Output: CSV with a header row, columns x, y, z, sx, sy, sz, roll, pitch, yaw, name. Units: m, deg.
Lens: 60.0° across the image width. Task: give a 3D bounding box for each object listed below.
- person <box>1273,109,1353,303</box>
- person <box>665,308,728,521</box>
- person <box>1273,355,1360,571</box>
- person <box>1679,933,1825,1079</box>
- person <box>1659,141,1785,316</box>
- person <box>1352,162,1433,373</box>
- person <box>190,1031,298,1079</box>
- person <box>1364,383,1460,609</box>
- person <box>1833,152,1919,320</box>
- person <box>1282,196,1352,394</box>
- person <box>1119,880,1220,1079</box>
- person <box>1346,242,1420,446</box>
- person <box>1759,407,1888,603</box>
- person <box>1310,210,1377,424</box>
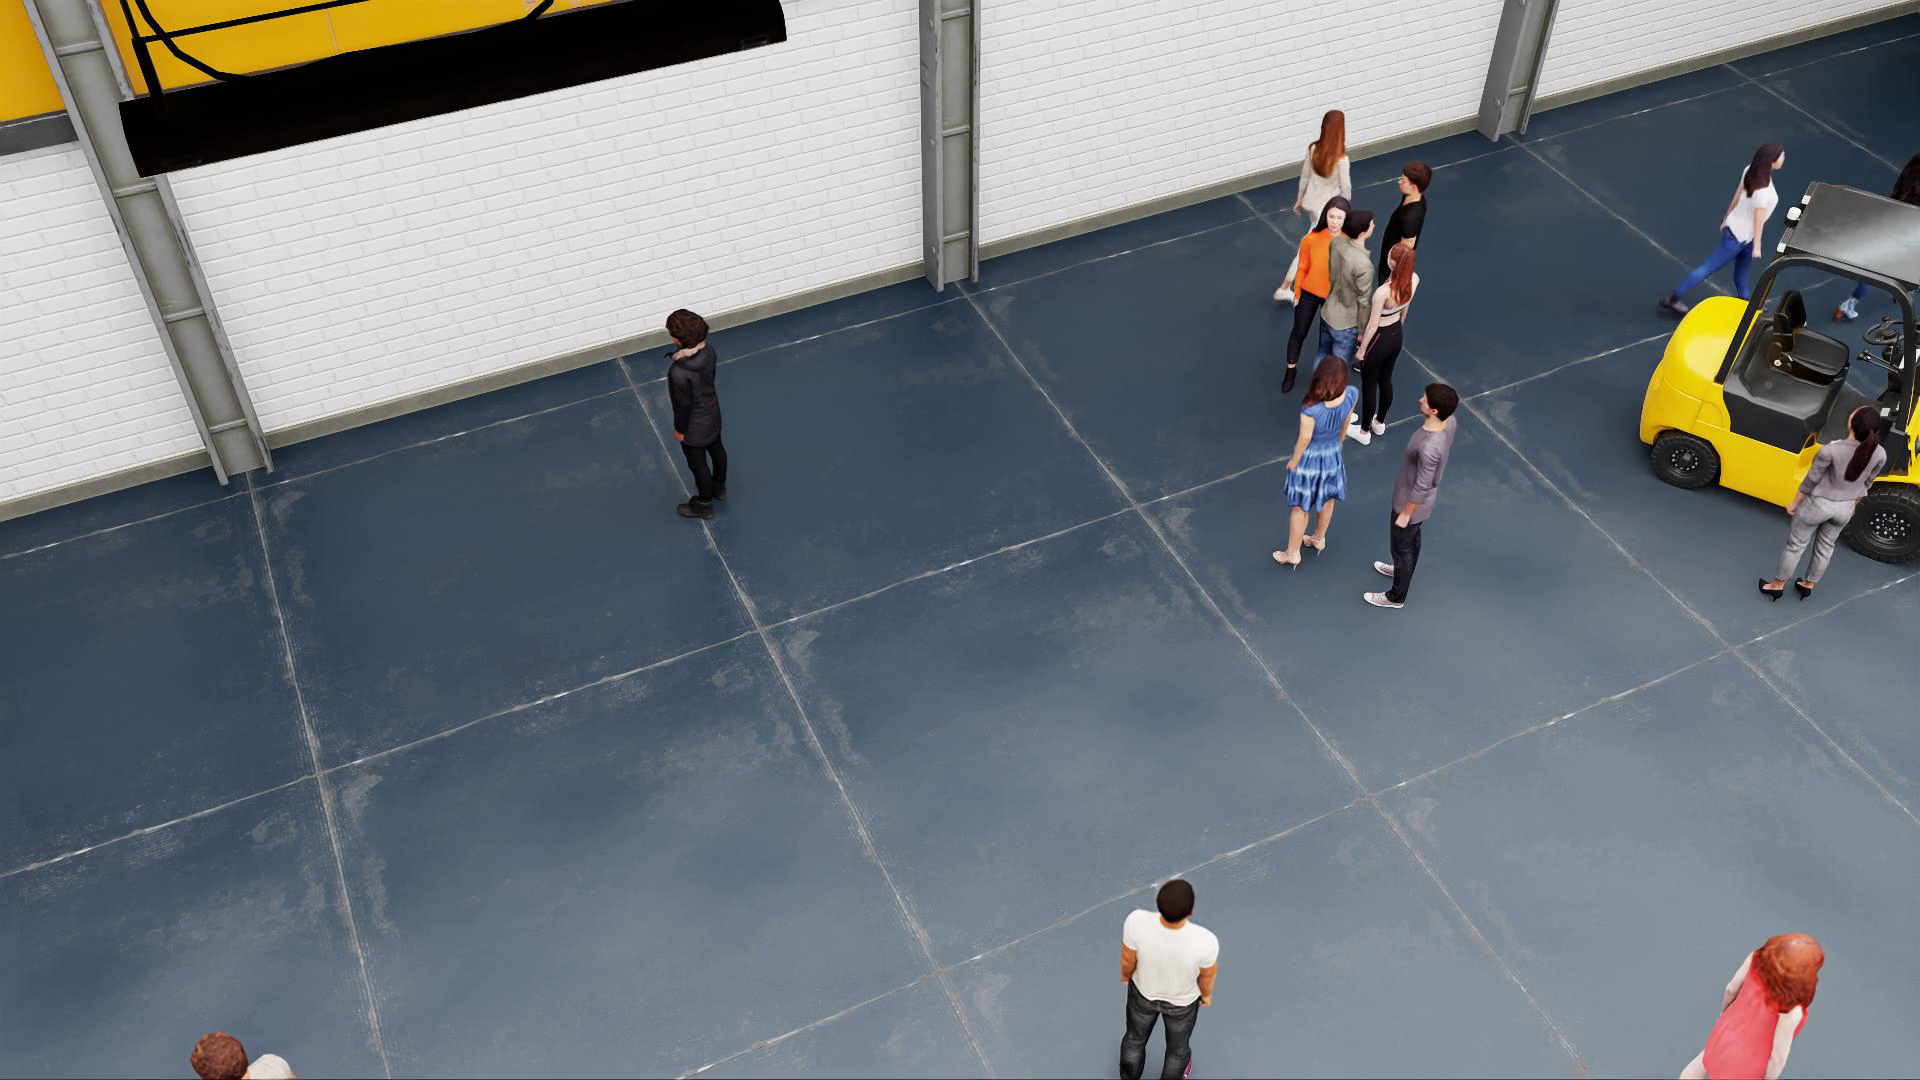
x,y,z,sx,sy,sz,roll,pitch,yaw,name
2.956,-2.739,13.885,1.148,1.679,0.752,-28,50,-26,person
-1.869,-0.901,11.882,0.799,1.781,0.732,17,46,17,person
2.456,-0.534,11.479,0.550,1.805,0.753,-24,48,-23,person
3.882,2.516,8.262,0.607,1.827,0.648,-6,44,-6,person
6.286,-2.480,13.641,1.220,1.640,1.029,5,44,5,person
3.459,-2.161,13.146,0.786,1.862,0.765,7,44,7,person
-3.234,2.875,7.835,0.797,1.897,0.703,21,47,20,person
3.077,-0.308,11.207,0.800,1.854,0.718,18,46,18,person
7.673,-2.476,13.687,1.079,1.572,0.749,-11,45,-12,person
2.815,-1.902,12.956,0.683,1.748,0.771,8,44,8,person
1.043,2.295,8.511,0.691,1.805,0.767,11,45,12,person
3.189,-1.481,12.519,0.505,1.742,0.682,-26,49,-25,person
5.850,-0.220,11.241,0.672,1.678,0.774,1,44,1,person
2.903,-1.697,12.657,0.603,1.865,0.716,-14,45,-14,person
